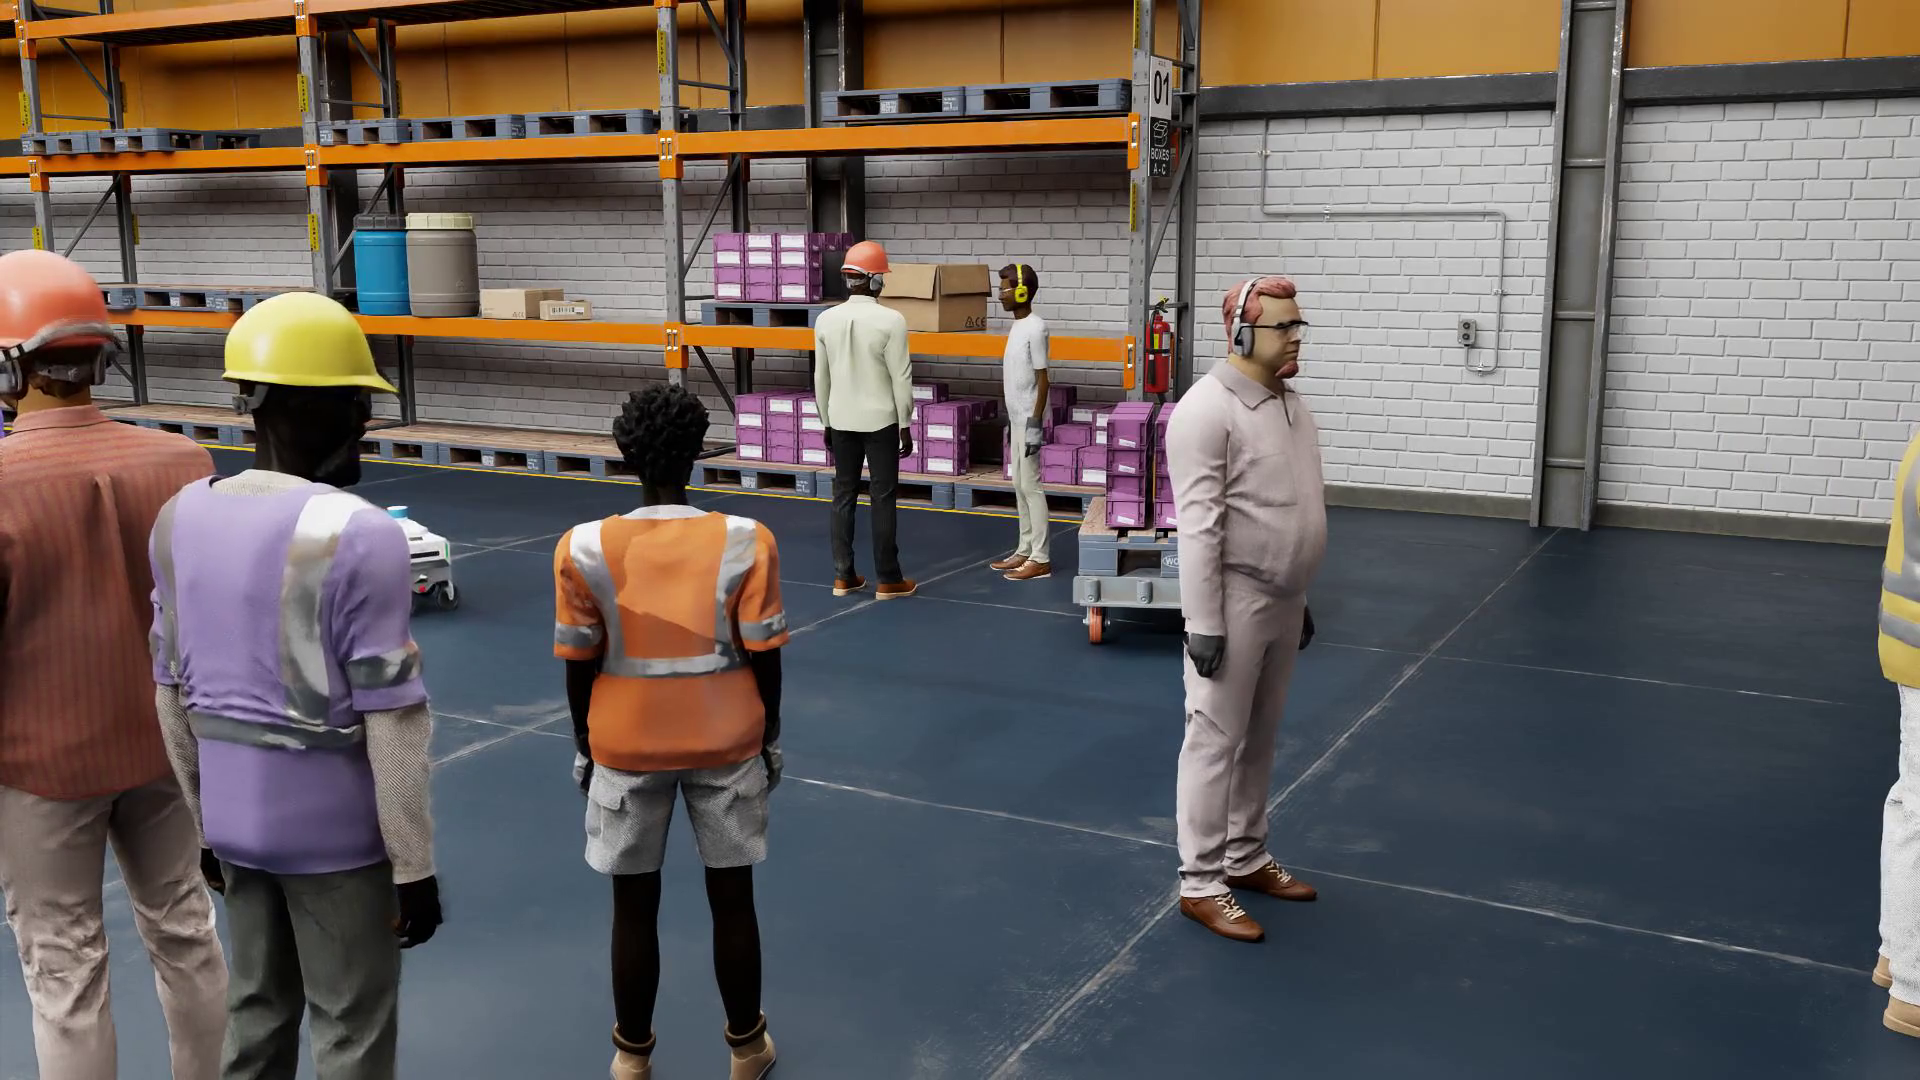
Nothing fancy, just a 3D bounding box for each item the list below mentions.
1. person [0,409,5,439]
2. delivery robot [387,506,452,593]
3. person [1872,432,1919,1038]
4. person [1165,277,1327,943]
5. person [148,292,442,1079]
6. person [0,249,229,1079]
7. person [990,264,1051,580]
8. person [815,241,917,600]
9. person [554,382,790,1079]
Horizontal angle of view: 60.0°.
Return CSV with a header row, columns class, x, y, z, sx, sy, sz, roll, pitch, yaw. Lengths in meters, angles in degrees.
class,x,y,z,sx,sy,sz,roll,pitch,yaw
person,-3.939,-0.084,6.566,0.382,1.845,0.571,-2,11,-11
delivery robot,-3.053,0.060,9.065,0.477,0.478,0.707,-8,13,-37
person,2.558,0.347,4.215,0.429,1.846,0.625,5,11,26
person,0.867,0.191,4.893,0.408,1.909,0.638,8,13,36
person,-1.190,0.516,3.065,0.590,1.923,0.383,5,11,26
person,-1.745,0.430,3.338,0.376,1.997,0.612,6,12,31
person,0.376,-0.694,9.869,0.311,1.861,0.533,-2,11,-13
person,-0.523,-0.661,9.320,0.608,1.995,0.377,5,12,27
person,-0.658,0.483,3.868,0.533,1.698,0.318,-1,10,-8
